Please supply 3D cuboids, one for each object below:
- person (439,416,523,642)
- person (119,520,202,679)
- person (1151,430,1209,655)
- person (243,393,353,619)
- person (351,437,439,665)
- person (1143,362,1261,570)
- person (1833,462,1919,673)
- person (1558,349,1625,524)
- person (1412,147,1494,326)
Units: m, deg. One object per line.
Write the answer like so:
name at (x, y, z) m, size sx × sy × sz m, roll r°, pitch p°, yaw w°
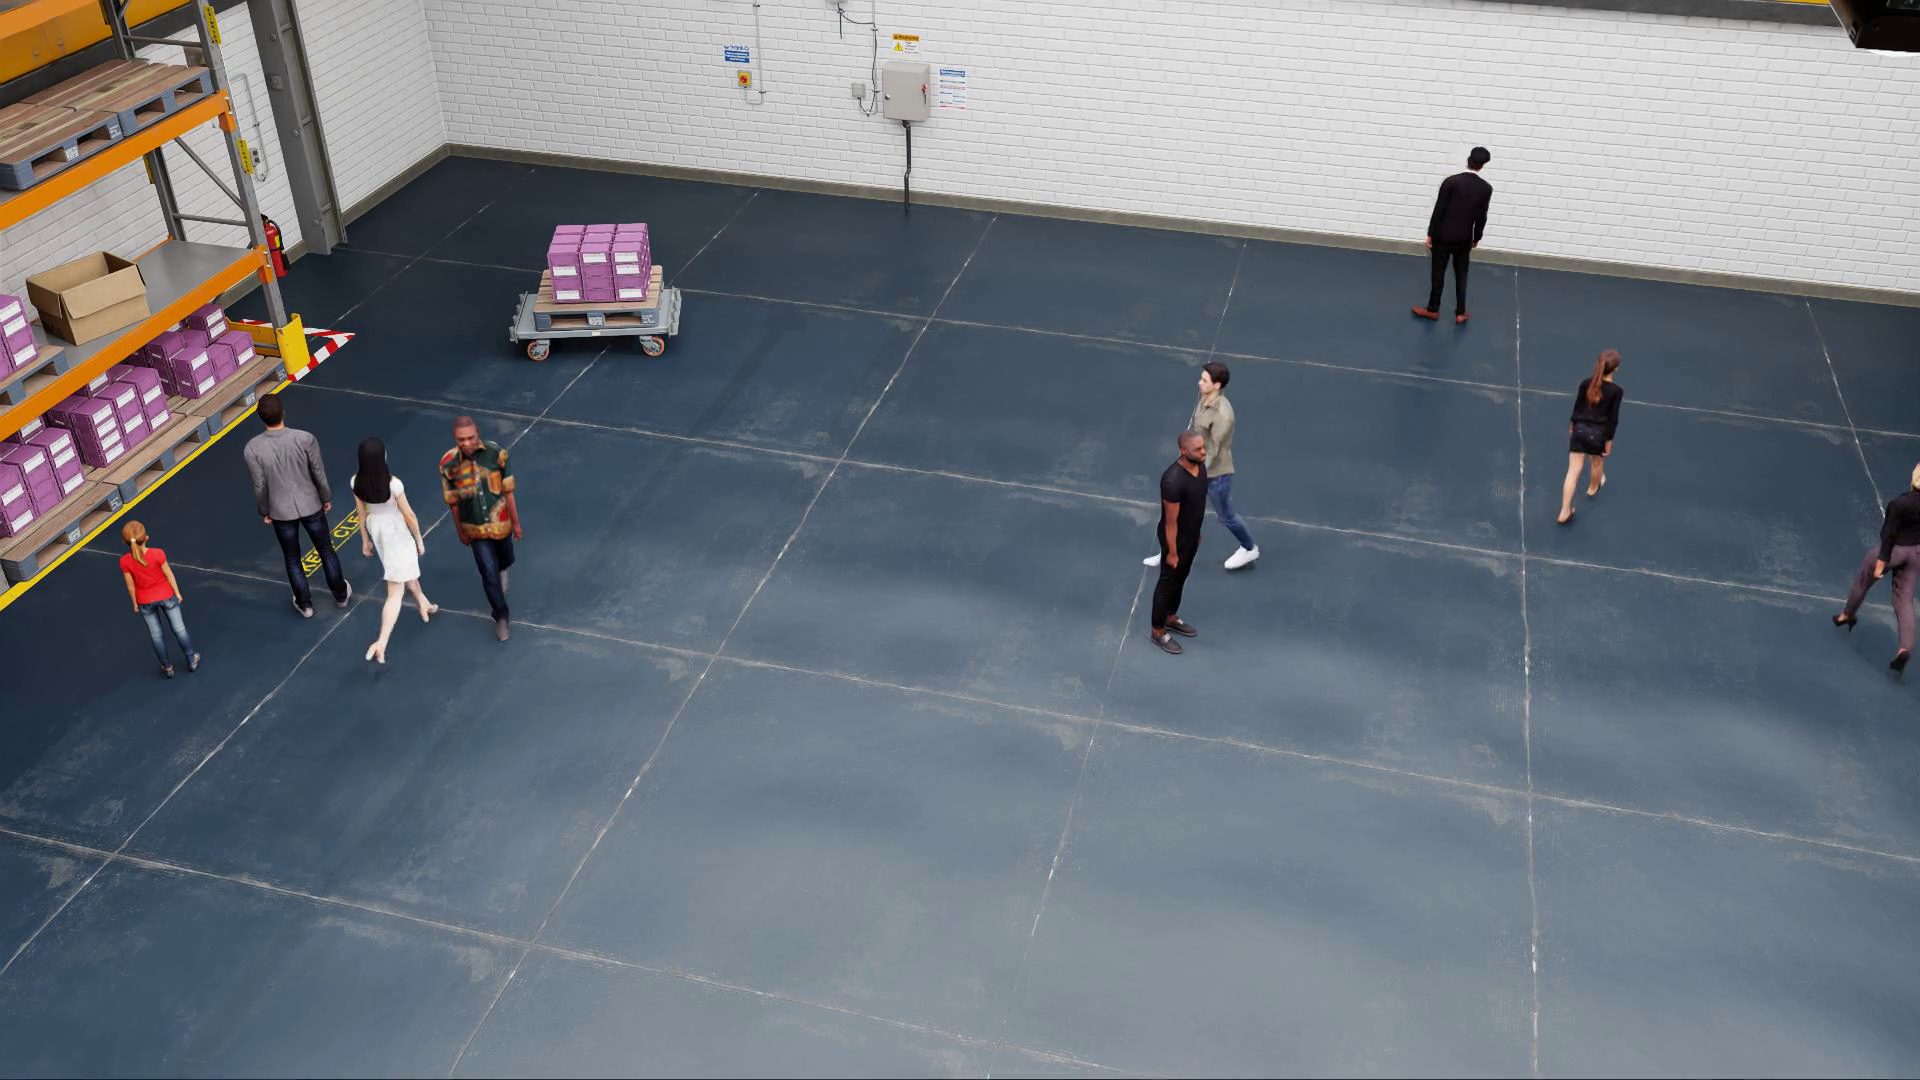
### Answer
person at (-3.587, -0.181, 12.623) m, size 1.076 × 1.781 × 1.201 m, roll -13°, pitch 36°, yaw -18°
person at (-5.864, 0.430, 12.130) m, size 0.576 × 1.309 × 0.626 m, roll -13°, pitch 36°, yaw -19°
person at (1.626, -0.022, 12.349) m, size 0.796 × 1.819 × 0.636 m, roll 21°, pitch 39°, yaw 29°
person at (-5.059, -0.261, 12.663) m, size 0.778 × 1.872 × 0.820 m, roll -15°, pitch 36°, yaw -21°
person at (-4.212, 0.105, 12.236) m, size 0.632 × 1.733 × 1.189 m, roll 7°, pitch 34°, yaw 11°
person at (2.090, -0.532, 13.113) m, size 1.140 × 1.825 × 1.233 m, roll -8°, pitch 34°, yaw -12°
person at (6.909, 0.215, 12.165) m, size 0.869 × 1.629 × 1.117 m, roll -4°, pitch 34°, yaw -6°
person at (5.223, -0.844, 13.854) m, size 0.801 × 1.522 × 1.086 m, roll 22°, pitch 40°, yaw 30°
person at (5.001, -3.099, 16.948) m, size 0.872 × 1.854 × 0.863 m, roll -11°, pitch 35°, yaw -17°
